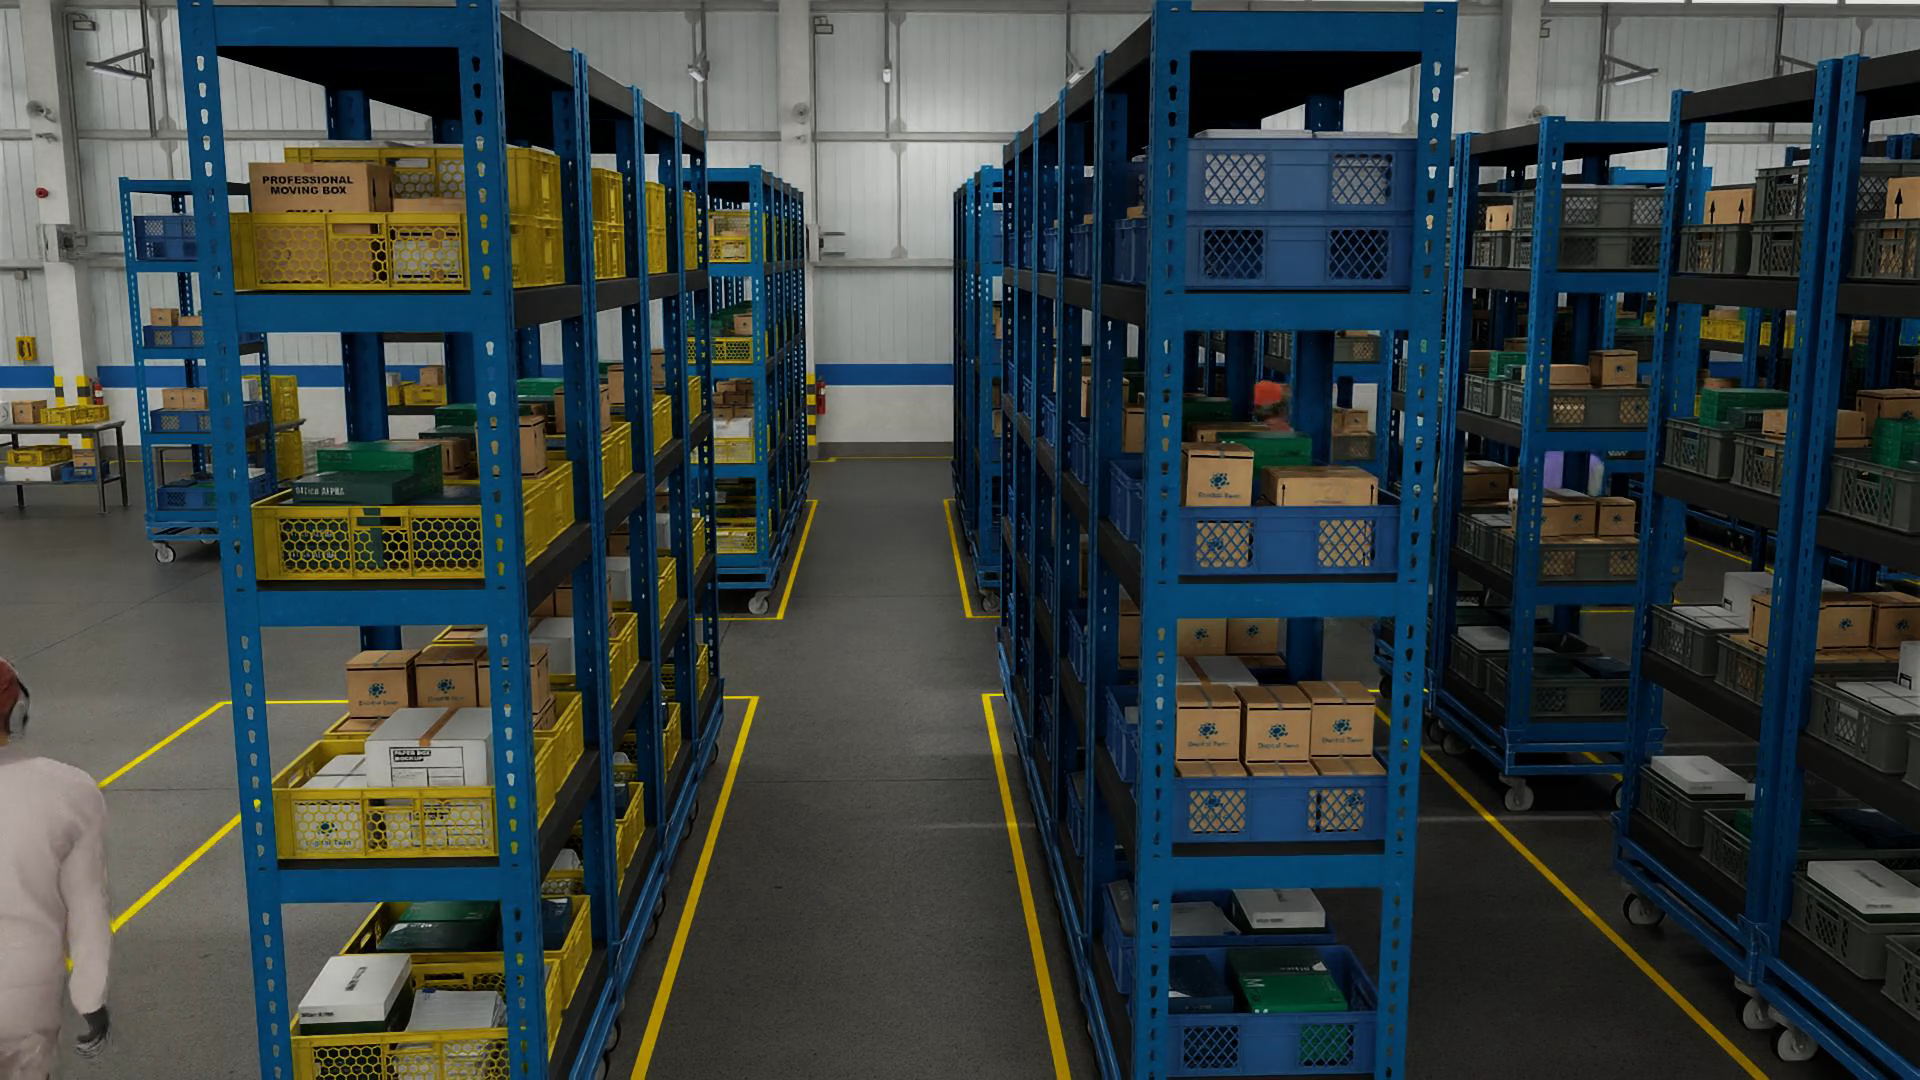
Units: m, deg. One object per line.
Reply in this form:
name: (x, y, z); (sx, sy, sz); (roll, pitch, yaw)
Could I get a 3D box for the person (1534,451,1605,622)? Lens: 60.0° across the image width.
person: (4.312, -0.038, 12.089); (0.442, 1.804, 0.662); (-10, 14, -44)

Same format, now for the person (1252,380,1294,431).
person: (2.479, -0.269, 12.986); (0.922, 1.964, 0.624); (6, 12, 33)

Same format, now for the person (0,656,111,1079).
person: (-2.693, 1.260, 4.558); (0.703, 1.861, 0.943); (-5, 11, -28)
